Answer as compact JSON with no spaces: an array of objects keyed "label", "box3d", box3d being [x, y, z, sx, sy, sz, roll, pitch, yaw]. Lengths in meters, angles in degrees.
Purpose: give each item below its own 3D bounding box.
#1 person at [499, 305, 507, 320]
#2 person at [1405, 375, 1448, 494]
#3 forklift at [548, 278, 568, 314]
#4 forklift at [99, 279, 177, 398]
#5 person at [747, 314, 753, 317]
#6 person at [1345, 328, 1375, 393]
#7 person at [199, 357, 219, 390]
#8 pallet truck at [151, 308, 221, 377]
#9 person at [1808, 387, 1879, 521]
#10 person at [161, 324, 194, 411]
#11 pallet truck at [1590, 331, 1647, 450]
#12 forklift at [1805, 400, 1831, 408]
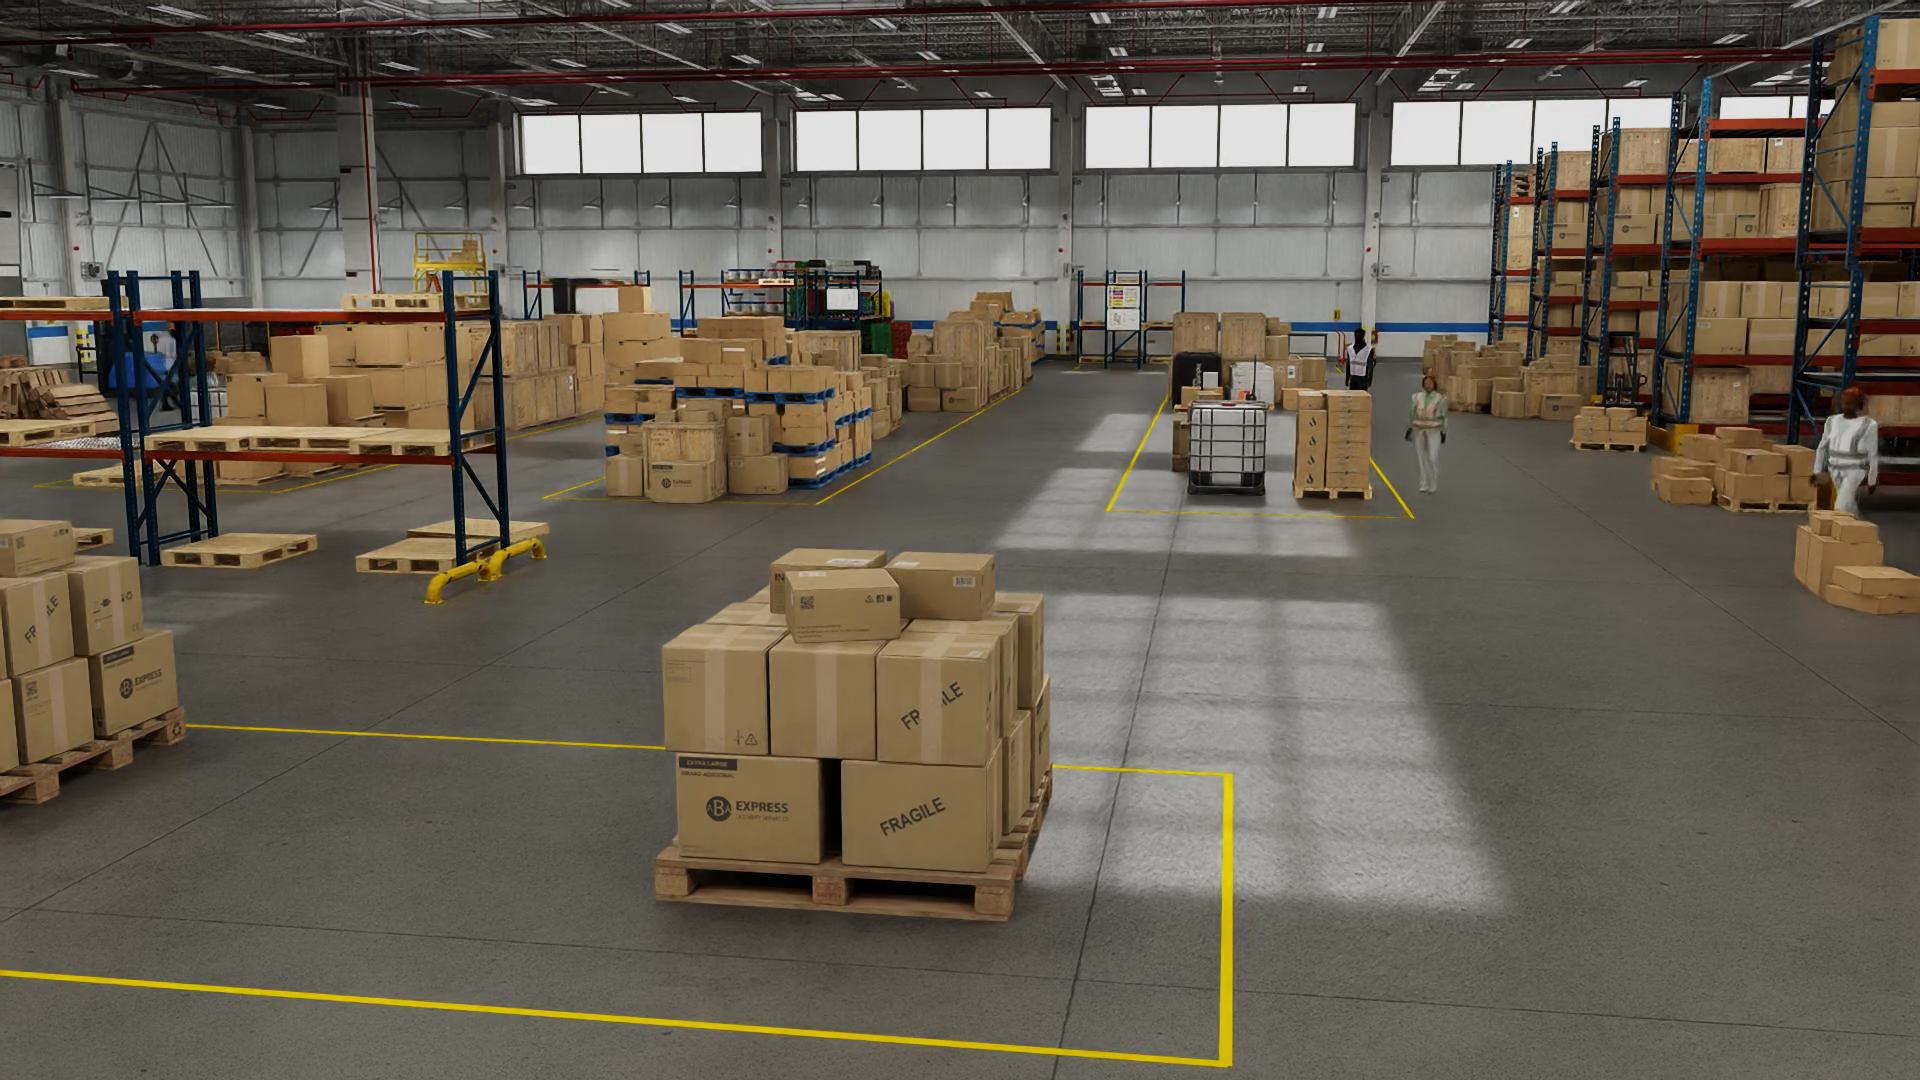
[{"label":"person","box3d":[-15.073,-6.798,54.803,0.647,1.919,0.724,6,11,34]},{"label":"person","box3d":[6.329,-1.435,22.634,0.526,1.616,0.652,6,11,32]},{"label":"forklift","box3d":[-10.878,-5.731,45.263,1.873,2.768,1.129,-3,10,-18]},{"label":"forklift","box3d":[-19.606,-4.720,39.027,1.873,2.768,1.129,1,9,9]},{"label":"person","box3d":[-5.529,-4.956,43.523,0.652,1.888,0.999,-7,12,-38]},{"label":"person","box3d":[7.830,-3.187,32.567,0.385,1.910,0.592,-8,13,-42]},{"label":"person","box3d":[-12.219,-2.181,27.242,0.565,1.618,0.518,2,9,9]},{"label":"pallet truck","box3d":[-21.869,-5.598,47.154,0.823,1.965,1.885,4,10,26]},{"label":"person","box3d":[9.215,-0.673,17.321,1.037,1.828,0.568,-4,10,-22]},{"label":"person","box3d":[-16.915,-3.741,36.054,1.022,1.869,0.581,-9,13,-43]},{"label":"pallet truck","box3d":[11.253,-2.573,28.499,0.823,1.965,1.885,5,10,27]},{"label":"forklift","box3d":[19.074,-4.370,36.864,1.129,2.768,1.873,-5,10,-26]}]
